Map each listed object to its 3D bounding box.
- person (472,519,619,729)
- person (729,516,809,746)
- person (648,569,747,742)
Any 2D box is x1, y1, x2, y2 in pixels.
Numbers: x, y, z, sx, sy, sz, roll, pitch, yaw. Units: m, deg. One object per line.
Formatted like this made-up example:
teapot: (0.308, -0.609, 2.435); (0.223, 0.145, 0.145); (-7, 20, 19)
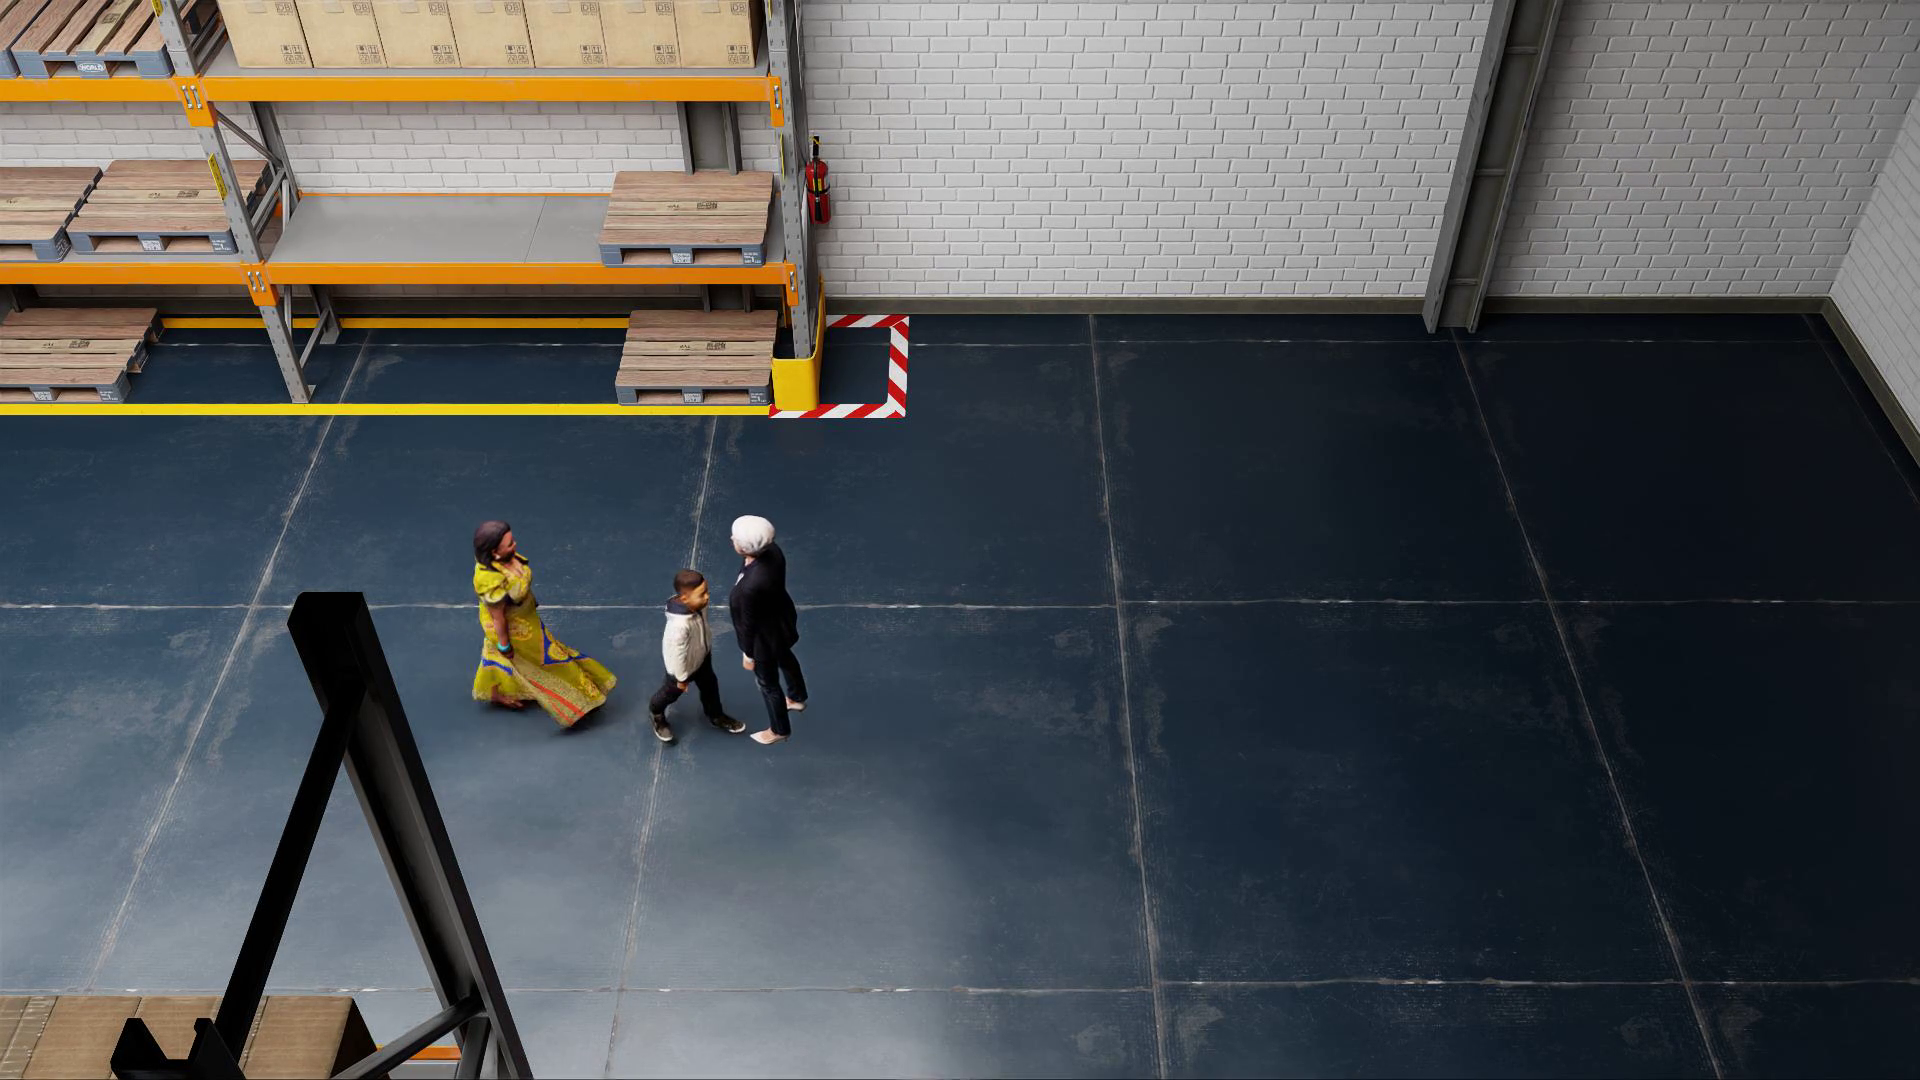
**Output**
person: (-2.831, 0.525, 10.268); (1.225, 1.627, 0.841); (-6, 44, -6)
person: (-1.082, 0.477, 9.399); (0.665, 1.779, 0.765); (9, 44, 9)
person: (-1.740, 0.696, 10.241); (0.939, 1.416, 0.772); (16, 46, 16)
